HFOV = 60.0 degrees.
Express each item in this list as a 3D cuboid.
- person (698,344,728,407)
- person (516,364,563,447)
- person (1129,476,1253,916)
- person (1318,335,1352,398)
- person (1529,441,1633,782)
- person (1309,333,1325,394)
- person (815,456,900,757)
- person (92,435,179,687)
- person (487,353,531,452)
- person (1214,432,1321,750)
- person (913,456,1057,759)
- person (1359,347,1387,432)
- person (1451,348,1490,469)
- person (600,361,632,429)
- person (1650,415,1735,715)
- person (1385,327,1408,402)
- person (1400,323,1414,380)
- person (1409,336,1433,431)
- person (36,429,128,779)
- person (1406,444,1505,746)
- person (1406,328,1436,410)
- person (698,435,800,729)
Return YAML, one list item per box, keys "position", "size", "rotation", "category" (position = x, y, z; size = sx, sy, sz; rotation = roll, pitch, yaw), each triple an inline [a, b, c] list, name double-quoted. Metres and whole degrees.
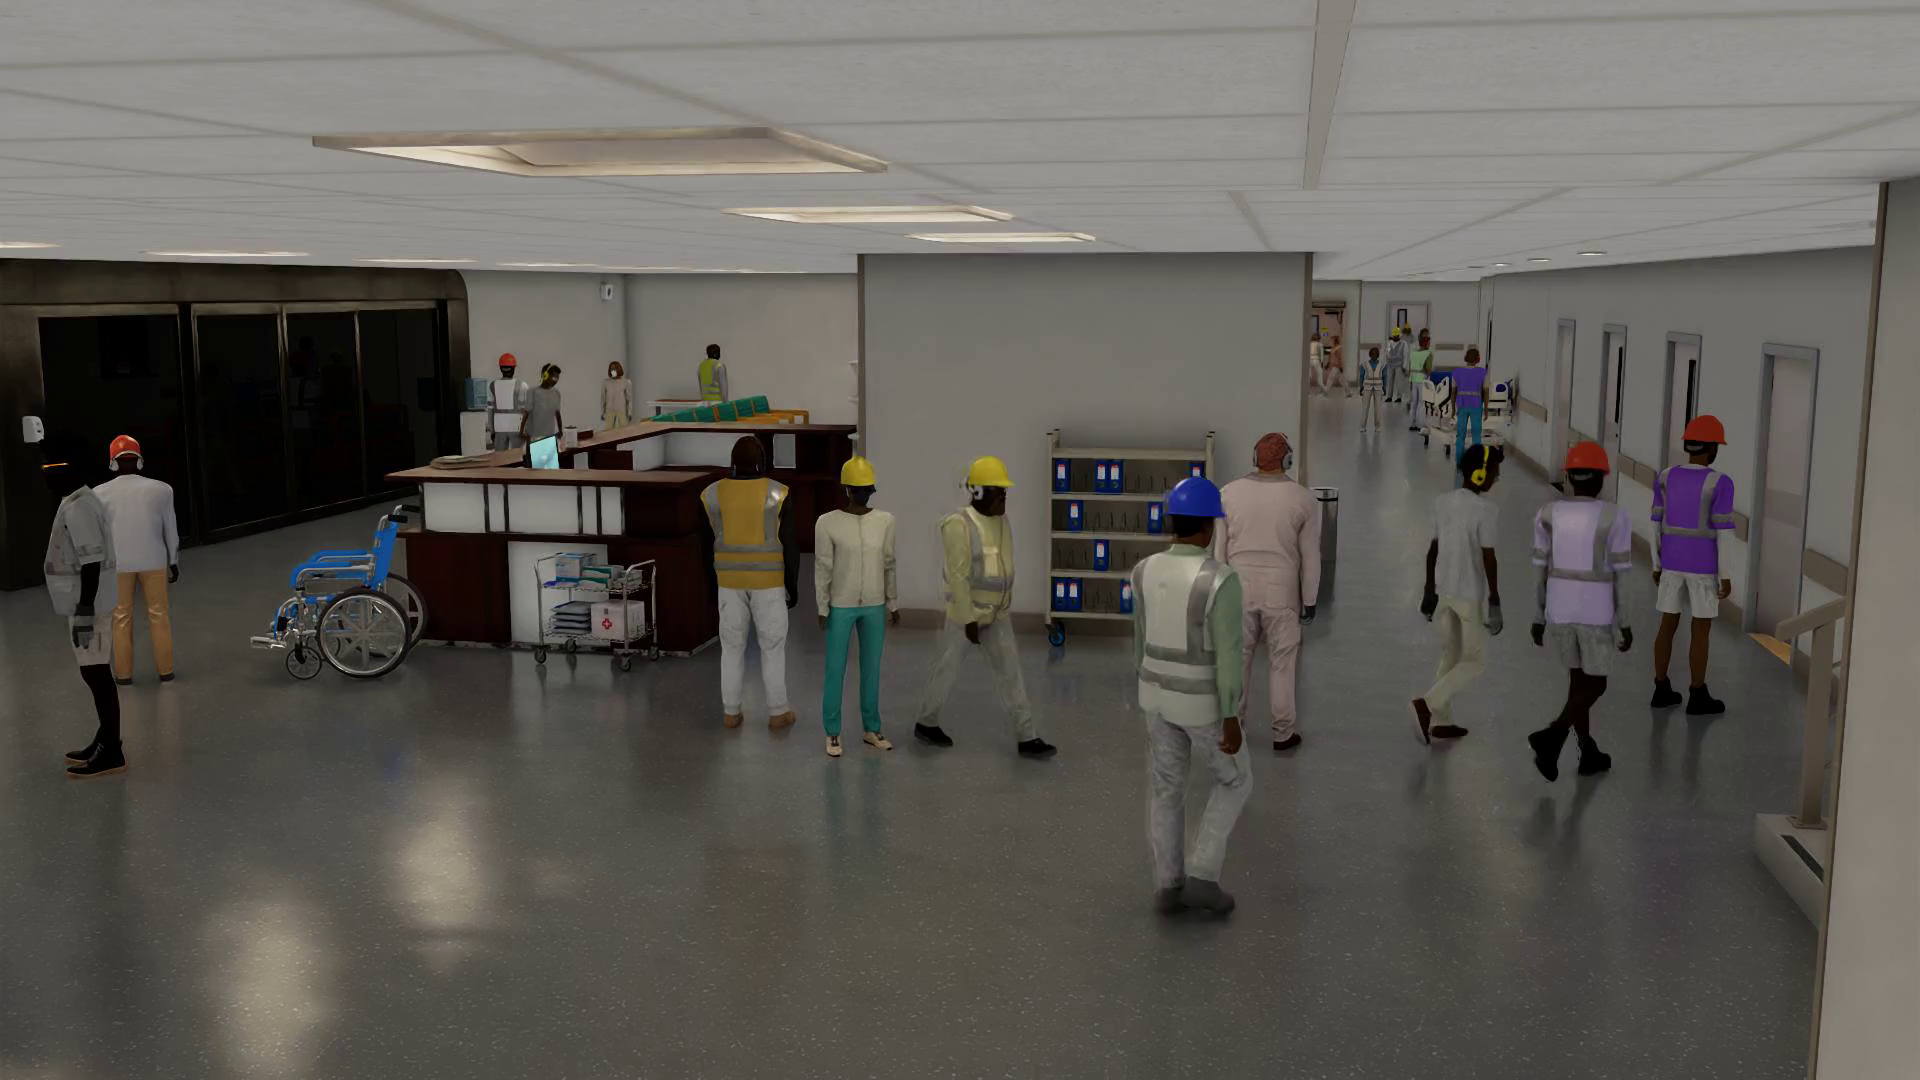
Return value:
- position: [-4.051, -2.324, 27.555]
  size: [0.627, 1.847, 0.429]
  rotation: [7, 11, 39]
  category: "person"
- position: [-5.102, -1.250, 20.516]
  size: [0.866, 1.816, 0.602]
  rotation: [7, 11, 38]
  category: "person"
- position: [1.006, 0.690, 7.232]
  size: [0.471, 1.934, 0.644]
  rotation: [-7, 11, -40]
  category: "person"
- position: [9.534, -4.379, 42.032]
  size: [0.891, 1.591, 0.502]
  rotation: [0, 9, 2]
  category: "person"
- position: [3.405, 0.408, 9.226]
  size: [0.758, 1.899, 0.582]
  rotation: [-8, 12, -44]
  category: "person"
- position: [9.360, -4.636, 43.742]
  size: [0.549, 1.581, 0.883]
  rotation: [7, 11, 40]
  category: "person"
- position: [-0.602, 0.387, 9.820]
  size: [0.524, 1.770, 0.315]
  rotation: [-4, 9, -25]
  category: "person"
- position: [-5.705, 0.145, 11.503]
  size: [0.564, 1.743, 0.351]
  rotation: [-4, 10, -27]
  category: "person"
- position: [-5.791, -1.438, 21.417]
  size: [0.549, 1.930, 0.390]
  rotation: [1, 9, 7]
  category: "person"
- position: [1.839, 0.304, 9.947]
  size: [0.645, 1.900, 0.399]
  rotation: [4, 9, 24]
  category: "person"
- position: [0.102, 0.392, 9.773]
  size: [0.971, 1.784, 0.598]
  rotation: [8, 11, 41]
  category: "person"
- position: [7.938, -2.887, 31.976]
  size: [0.523, 1.636, 0.310]
  rotation: [2, 9, 12]
  category: "person"
- position: [7.761, -1.992, 25.342]
  size: [0.565, 1.846, 0.389]
  rotation: [4, 10, 27]
  category: "person"
- position: [-5.355, -1.973, 25.921]
  size: [0.498, 1.634, 0.278]
  rotation: [0, 9, 1]
  category: "person"
- position: [4.761, 0.157, 10.787]
  size: [0.378, 1.932, 0.551]
  rotation: [-6, 10, -34]
  category: "person"
- position: [10.583, -4.251, 40.425]
  size: [0.591, 1.824, 0.403]
  rotation: [8, 12, 44]
  category: "person"
- position: [13.573, -5.737, 50.644]
  size: [0.497, 1.761, 0.434]
  rotation: [2, 9, 10]
  category: "person"
- position: [8.906, -3.021, 32.183]
  size: [0.372, 1.840, 0.571]
  rotation: [-5, 10, -28]
  category: "person"
- position: [-4.937, 0.355, 9.369]
  size: [0.364, 1.964, 0.612]
  rotation: [-4, 10, -26]
  category: "person"
- position: [2.908, 0.346, 9.865]
  size: [0.626, 1.842, 0.590]
  rotation: [-4, 10, -26]
  category: "person"
- position: [10.303, -3.796, 37.164]
  size: [0.644, 1.902, 1.006]
  rotation: [-4, 9, -25]
  category: "person"
- position: [-1.297, 0.268, 10.366]
  size: [0.626, 1.844, 0.429]
  rotation: [1, 9, 6]
  category: "person"
